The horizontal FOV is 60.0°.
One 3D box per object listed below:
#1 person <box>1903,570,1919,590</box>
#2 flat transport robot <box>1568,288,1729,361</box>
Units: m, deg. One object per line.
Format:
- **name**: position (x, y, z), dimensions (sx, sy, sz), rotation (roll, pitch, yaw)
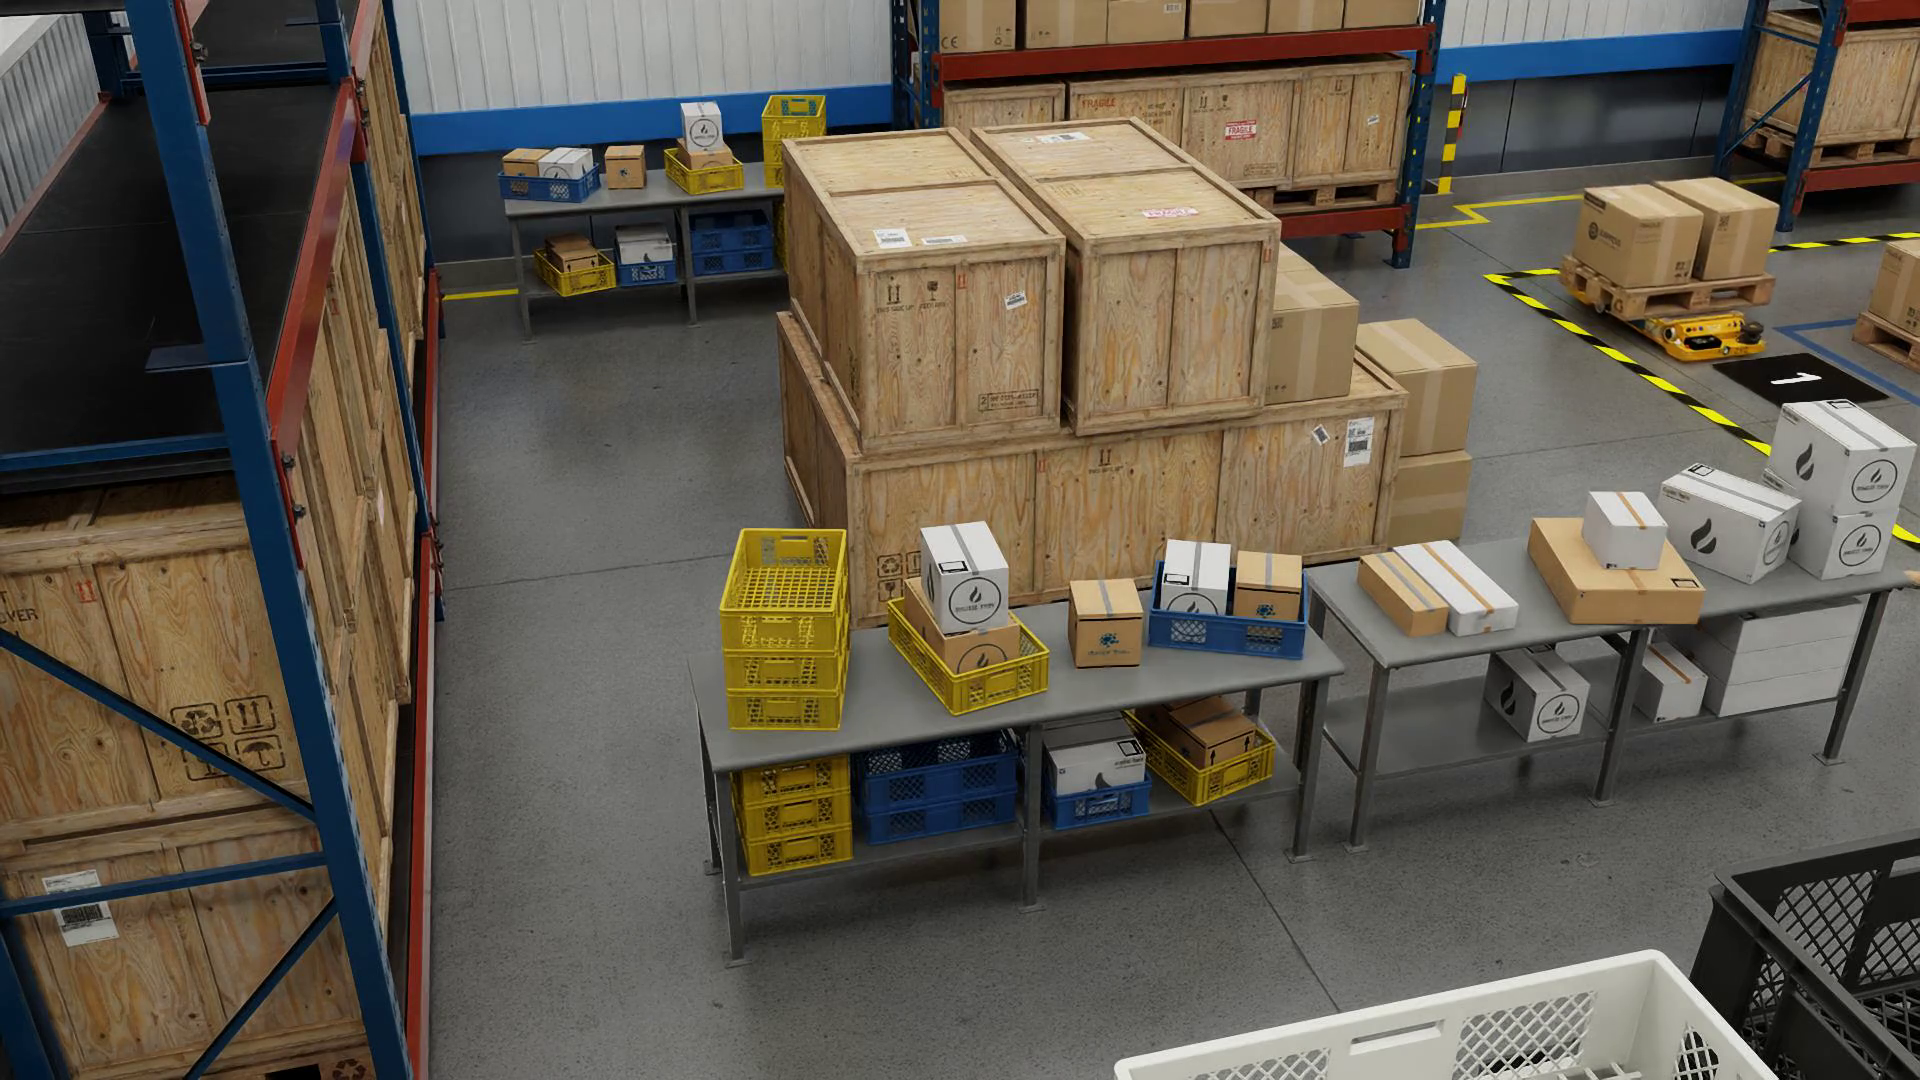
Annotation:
- **person**: position (5.209, -0.560, 8.291), dimensions (0.355, 2.047, 0.613), rotation (1, 29, 1)
- **flat transport robot**: position (5.143, -1.685, 12.146), dimensions (0.652, 0.197, 1.431), rotation (-7, 30, -13)
